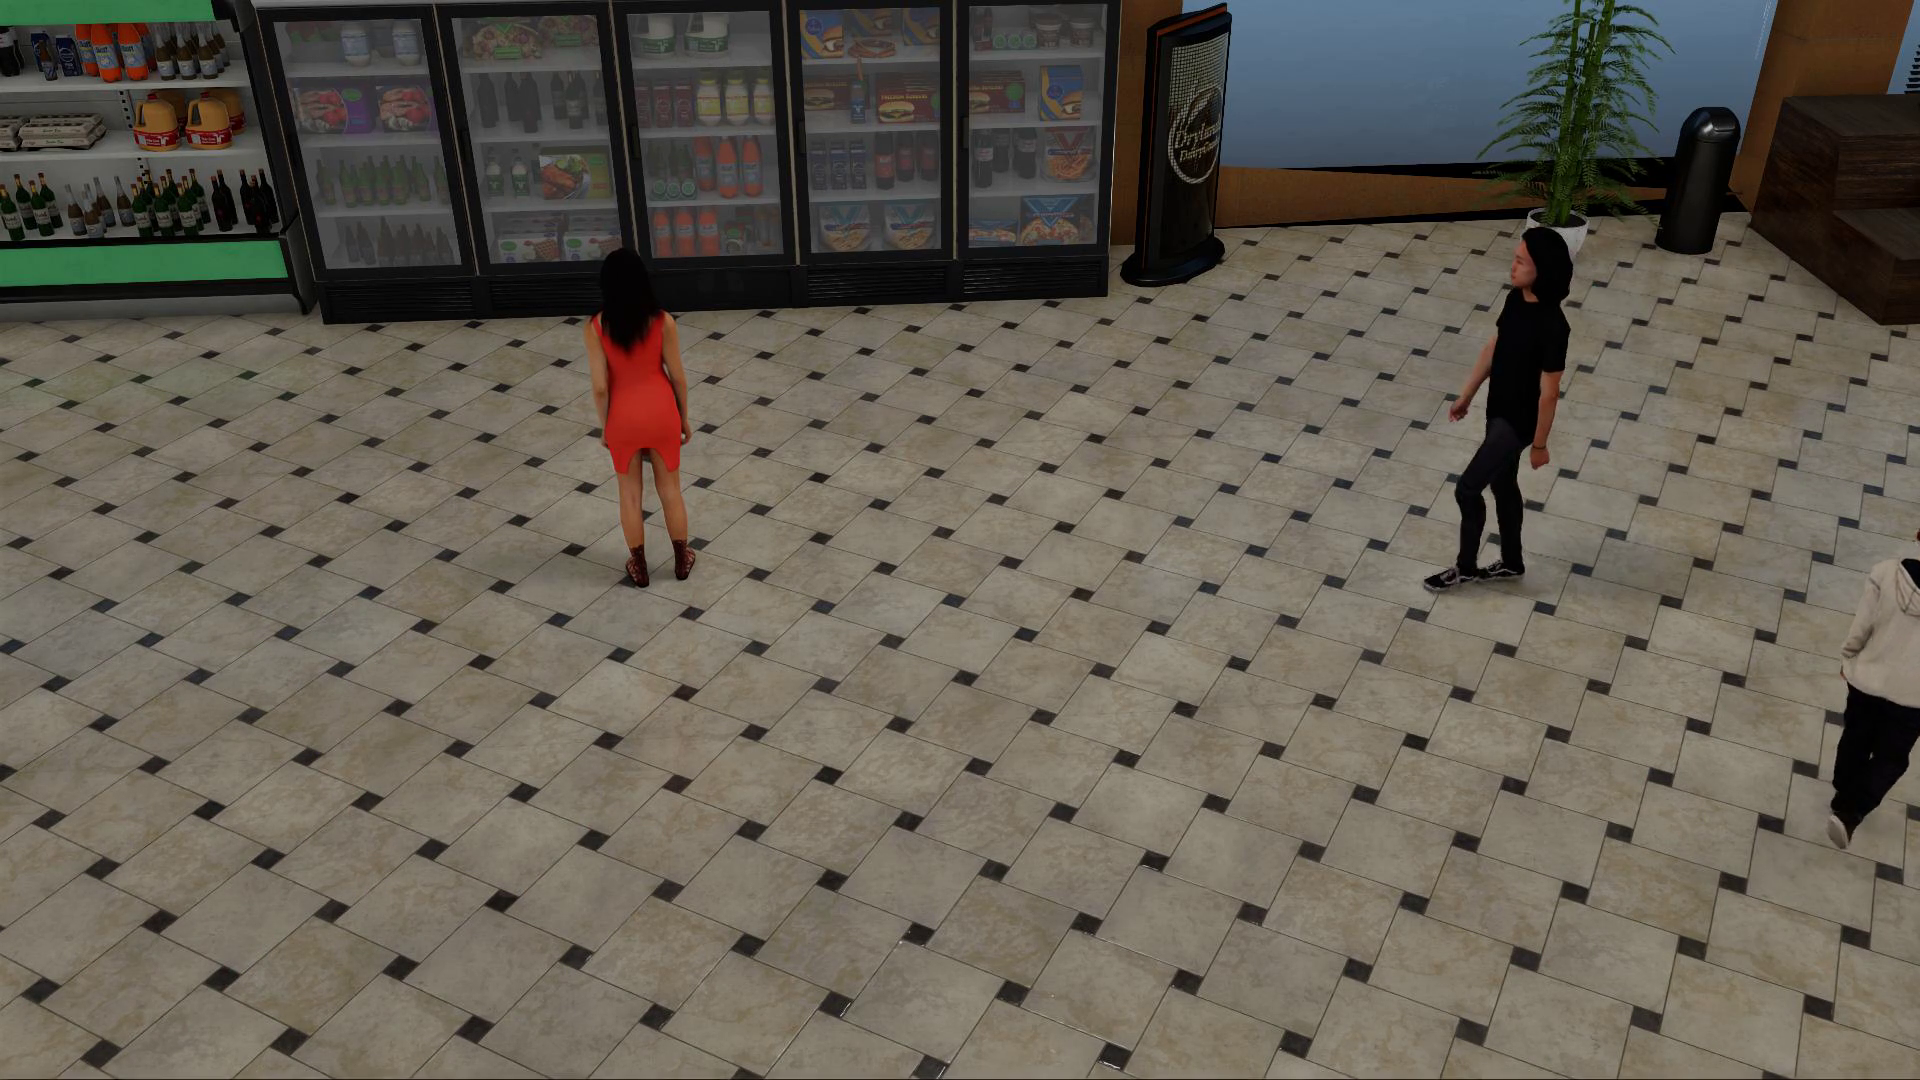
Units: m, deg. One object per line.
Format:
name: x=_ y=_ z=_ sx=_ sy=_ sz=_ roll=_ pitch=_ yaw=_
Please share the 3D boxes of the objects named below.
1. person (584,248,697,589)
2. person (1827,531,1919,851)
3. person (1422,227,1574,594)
person: x=-1.479 y=-0.551 z=7.741 sx=0.514 sy=1.719 sz=0.678 roll=-8 pitch=33 yaw=-12
person: x=3.483 y=0.559 z=6.252 sx=0.931 sy=1.407 sz=0.844 roll=-27 pitch=41 yaw=-36
person: x=2.638 y=-0.580 z=7.693 sx=0.775 sy=1.818 sz=0.695 roll=1 pitch=32 yaw=1
